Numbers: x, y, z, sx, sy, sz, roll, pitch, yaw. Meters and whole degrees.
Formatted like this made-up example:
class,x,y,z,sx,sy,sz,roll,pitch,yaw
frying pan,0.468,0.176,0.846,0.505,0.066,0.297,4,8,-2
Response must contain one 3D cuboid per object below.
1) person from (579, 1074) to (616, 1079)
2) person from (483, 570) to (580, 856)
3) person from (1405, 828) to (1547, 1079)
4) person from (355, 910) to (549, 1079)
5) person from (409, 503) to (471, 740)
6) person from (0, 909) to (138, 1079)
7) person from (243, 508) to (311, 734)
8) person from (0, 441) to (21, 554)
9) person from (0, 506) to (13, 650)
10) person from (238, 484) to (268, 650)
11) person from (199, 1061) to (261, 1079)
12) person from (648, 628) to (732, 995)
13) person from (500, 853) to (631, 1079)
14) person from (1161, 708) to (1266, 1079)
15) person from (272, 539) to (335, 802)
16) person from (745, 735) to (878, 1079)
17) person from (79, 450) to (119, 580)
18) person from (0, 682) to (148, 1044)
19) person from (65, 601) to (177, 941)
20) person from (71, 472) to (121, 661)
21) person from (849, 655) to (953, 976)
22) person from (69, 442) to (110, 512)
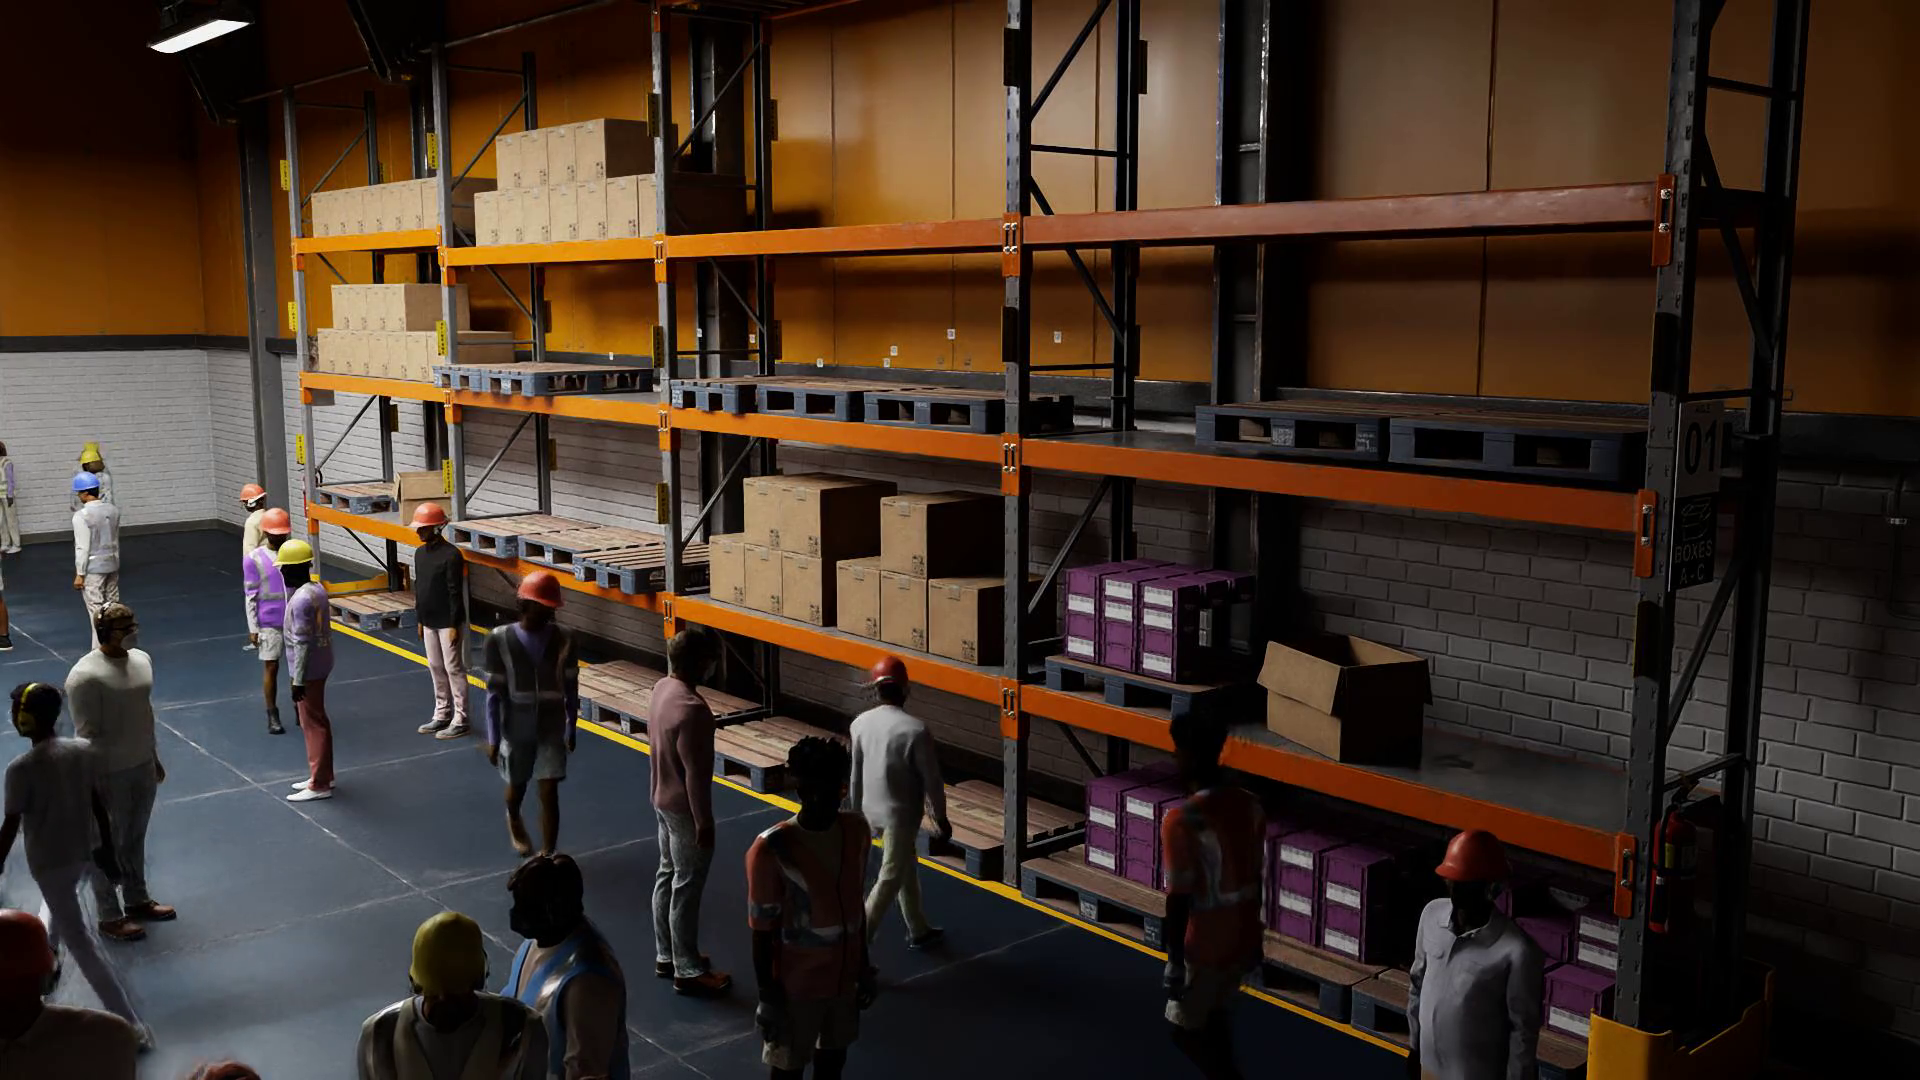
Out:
class,x,y,z,sx,sy,sz,roll,pitch,yaw
person,-0.927,2.208,4.442,0.277,1.627,0.502,-2,9,-16
person,-2.708,1.154,10.518,0.606,1.994,0.951,-4,9,-23
person,1.846,1.903,6.095,0.318,1.756,0.559,-5,10,-32
person,-1.545,2.012,5.083,0.589,1.832,0.404,-2,8,-13
person,-4.362,0.673,13.887,0.607,1.987,0.411,6,10,37
person,-2.623,1.990,4.714,0.620,1.986,0.408,-4,9,-24
person,-5.724,0.680,14.038,0.550,1.925,0.392,-7,11,-42
person,-13.845,-0.617,24.056,0.517,1.632,0.315,4,9,27
person,-10.111,0.218,17.143,0.368,1.958,0.611,1,8,7
person,-7.368,0.278,17.464,0.351,1.738,0.573,0,8,-2
person,-1.872,2.146,4.157,0.837,1.847,0.578,7,11,39
person,-1.458,1.422,8.819,0.353,1.936,0.633,-4,9,-28
person,-1.337,1.940,5.600,0.431,1.836,0.619,-5,9,-30
person,1.112,1.686,6.978,0.638,1.942,0.646,7,11,41
person,-4.800,0.948,12.197,0.386,1.919,0.582,-2,8,-13
person,-0.573,1.726,6.606,0.367,1.964,0.609,8,11,43
person,-11.195,-0.308,21.566,0.491,1.731,0.324,3,9,20
person,-4.422,1.589,8.132,1.021,1.819,0.560,2,8,15
person,-4.828,1.310,9.592,0.373,1.940,0.628,1,8,8
person,-8.672,0.283,16.712,0.390,1.945,0.603,1,8,7
person,-0.401,1.496,9.132,0.848,1.701,0.576,-8,11,-42
person,-12.063,-0.503,23.023,0.738,1.695,0.488,6,10,37
